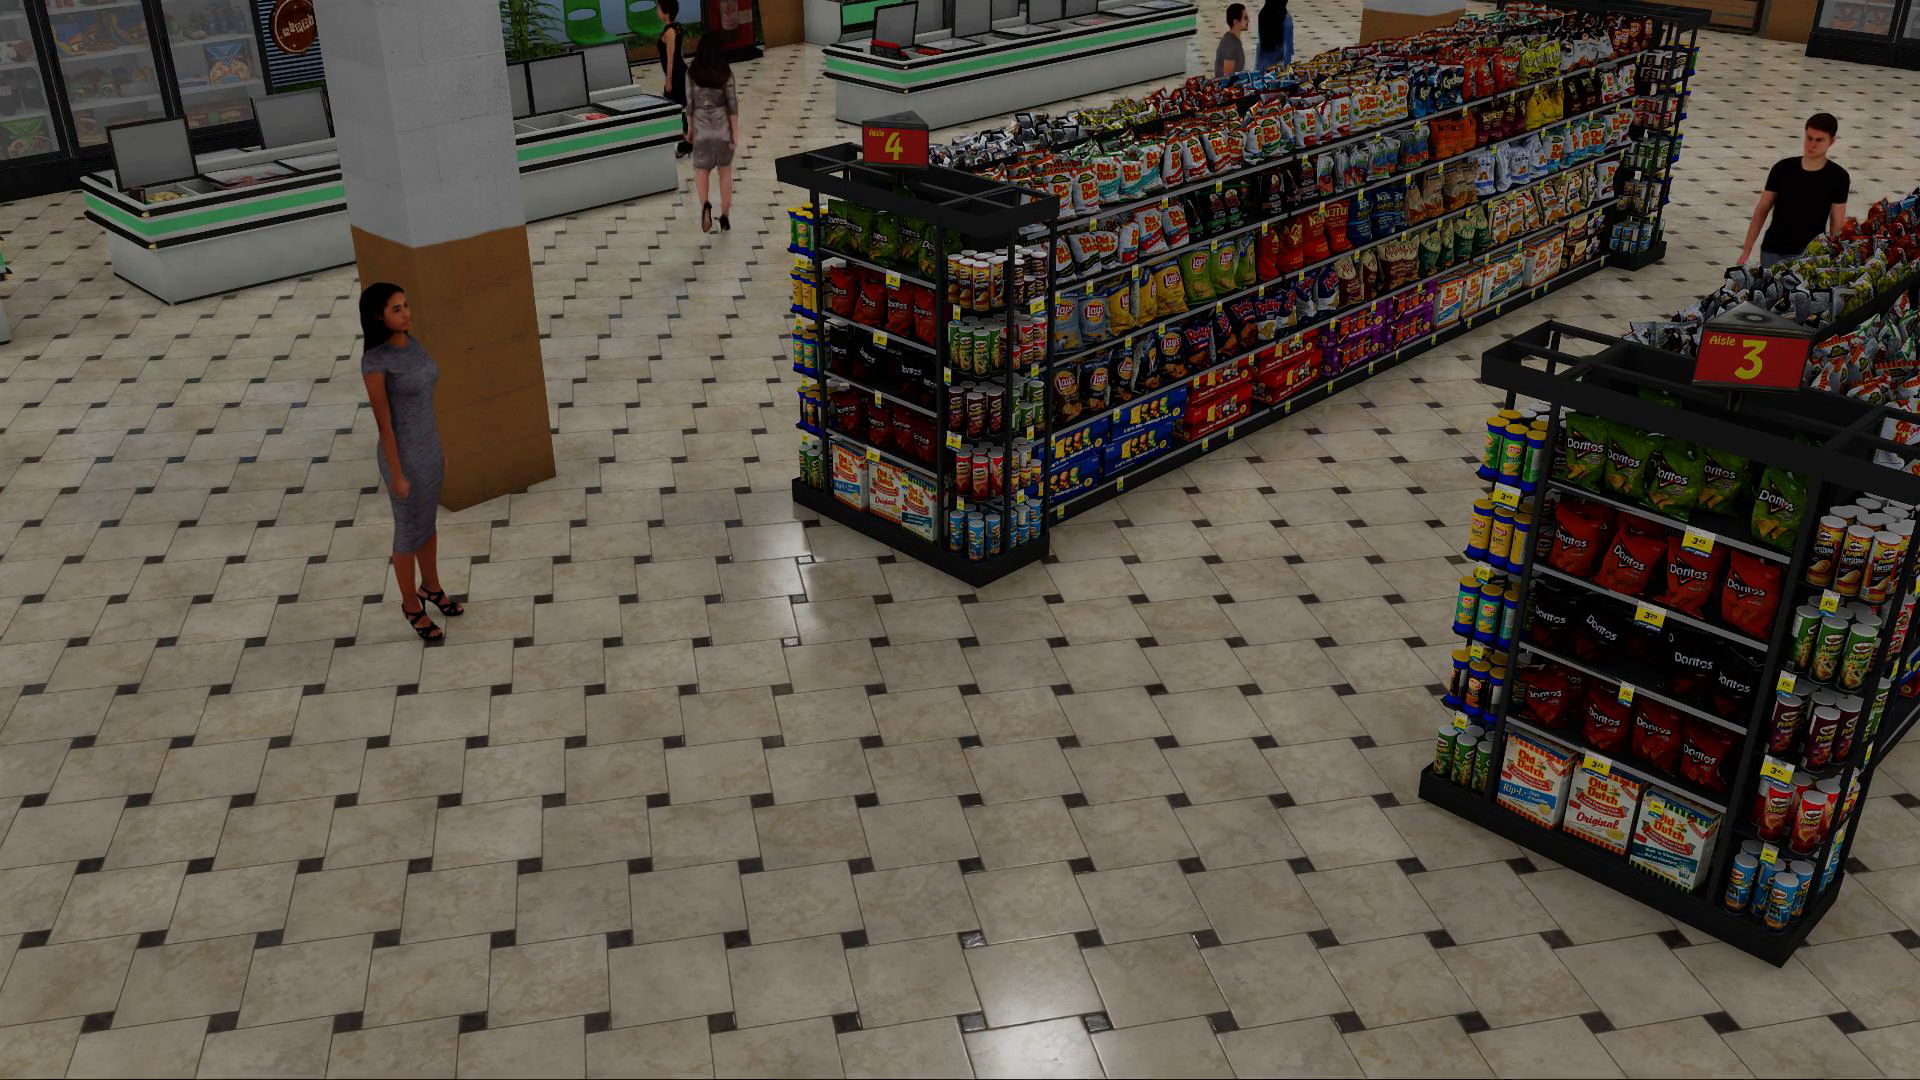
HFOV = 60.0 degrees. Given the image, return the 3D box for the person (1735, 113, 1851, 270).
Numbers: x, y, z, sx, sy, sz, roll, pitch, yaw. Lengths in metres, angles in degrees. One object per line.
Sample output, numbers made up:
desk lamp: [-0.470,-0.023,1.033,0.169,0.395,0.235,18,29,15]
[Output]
person: [5.534,-1.904,10.983,0.911,1.824,0.654,-23,35,-38]

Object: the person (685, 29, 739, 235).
person: [-2.095,-3.372,13.984,0.966,1.728,1.019,0,27,0]

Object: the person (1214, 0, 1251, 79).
person: [2.346,-4.003,15.226,1.030,1.731,1.020,4,27,7]

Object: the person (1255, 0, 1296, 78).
person: [3.047,-4.670,16.583,0.857,1.693,0.651,-20,33,-34]

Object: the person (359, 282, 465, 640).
person: [-2.661,-0.383,8.031,0.724,1.781,0.616,7,28,14]

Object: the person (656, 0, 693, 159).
person: [-2.745,-4.585,16.526,0.742,1.592,0.686,0,27,-1]
